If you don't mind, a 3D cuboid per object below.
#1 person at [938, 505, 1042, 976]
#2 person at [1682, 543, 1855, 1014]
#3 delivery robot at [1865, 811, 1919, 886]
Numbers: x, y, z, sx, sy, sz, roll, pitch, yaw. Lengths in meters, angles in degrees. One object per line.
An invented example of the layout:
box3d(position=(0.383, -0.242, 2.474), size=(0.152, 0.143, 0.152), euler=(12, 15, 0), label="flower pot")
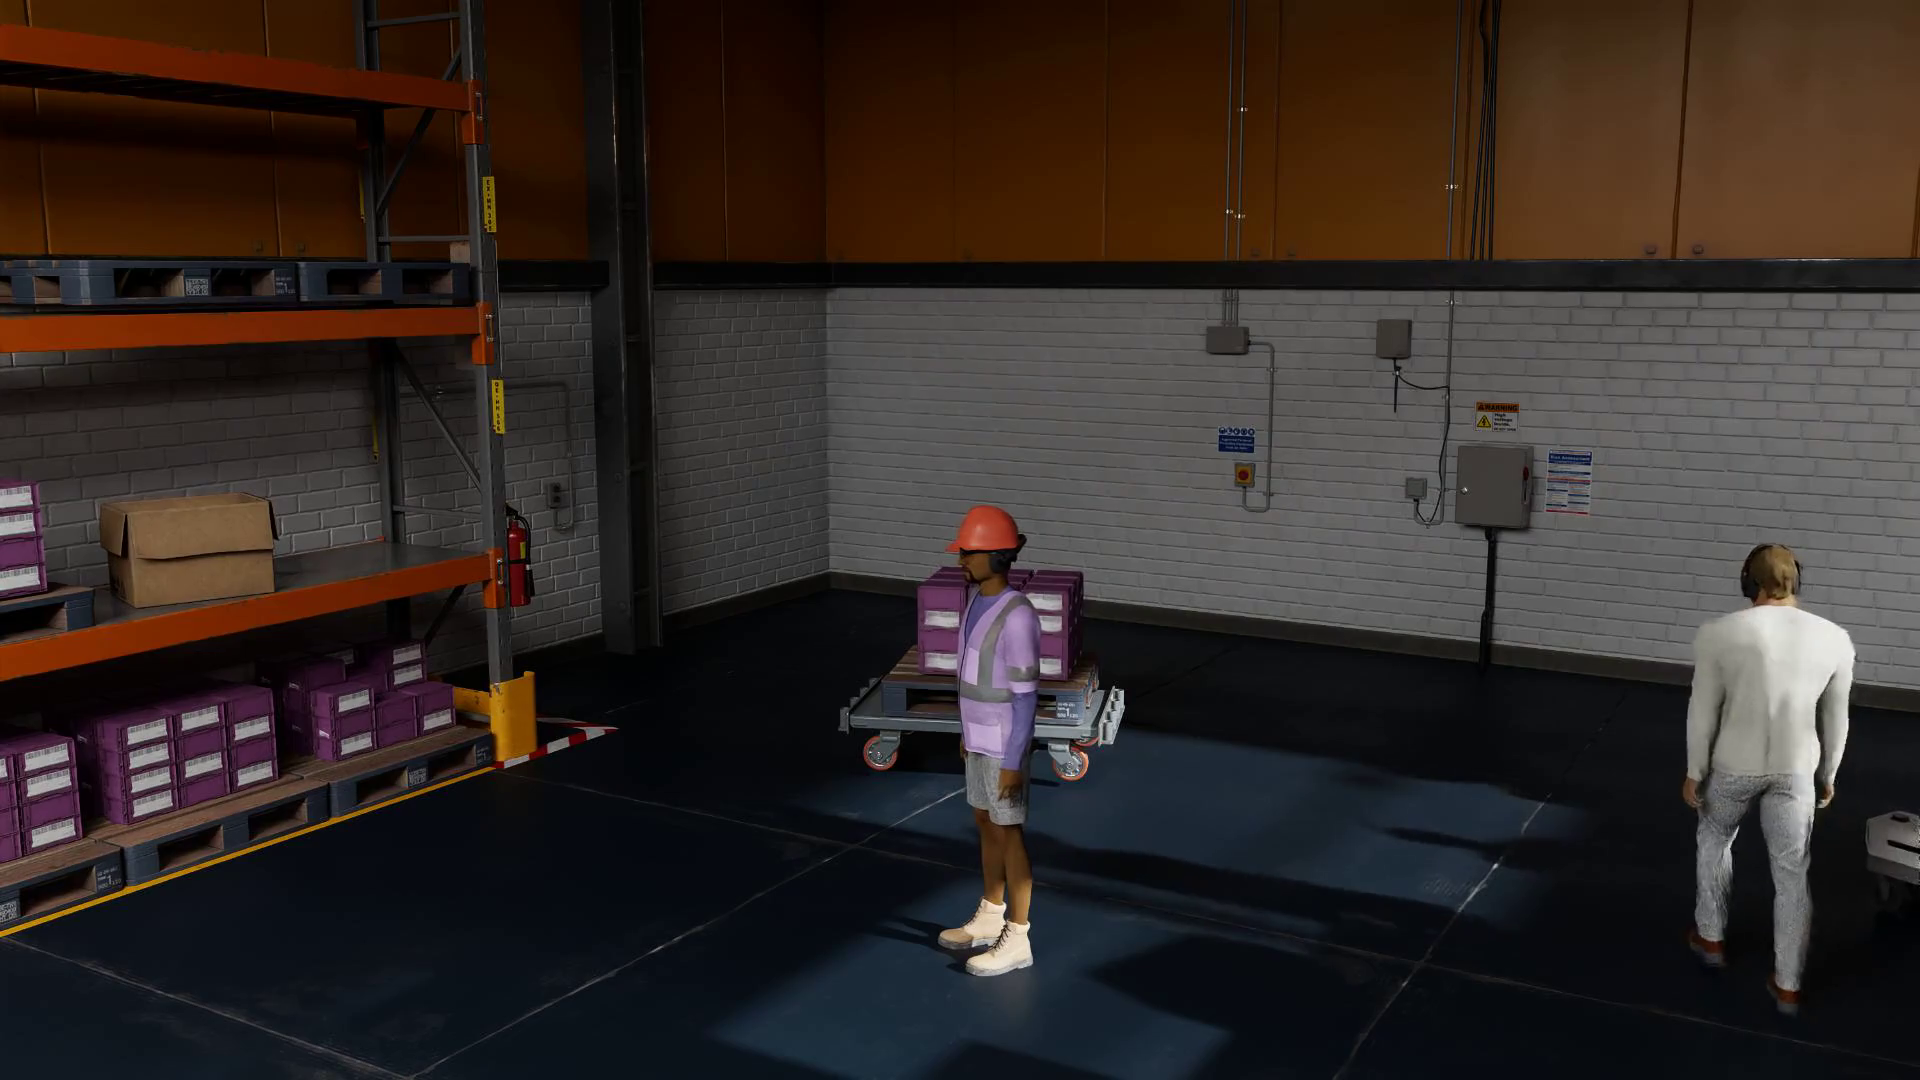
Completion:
box3d(position=(0.129, 0.863, 7.225), size=(0.381, 2.045, 0.605), euler=(-3, 10, -19), label="person")
box3d(position=(3.390, 0.955, 7.078), size=(0.635, 1.903, 0.845), euler=(2, 9, 12), label="person")
box3d(position=(4.634, 1.472, 7.766), size=(0.477, 0.478, 0.707), euler=(-5, 10, -30), label="delivery robot")
